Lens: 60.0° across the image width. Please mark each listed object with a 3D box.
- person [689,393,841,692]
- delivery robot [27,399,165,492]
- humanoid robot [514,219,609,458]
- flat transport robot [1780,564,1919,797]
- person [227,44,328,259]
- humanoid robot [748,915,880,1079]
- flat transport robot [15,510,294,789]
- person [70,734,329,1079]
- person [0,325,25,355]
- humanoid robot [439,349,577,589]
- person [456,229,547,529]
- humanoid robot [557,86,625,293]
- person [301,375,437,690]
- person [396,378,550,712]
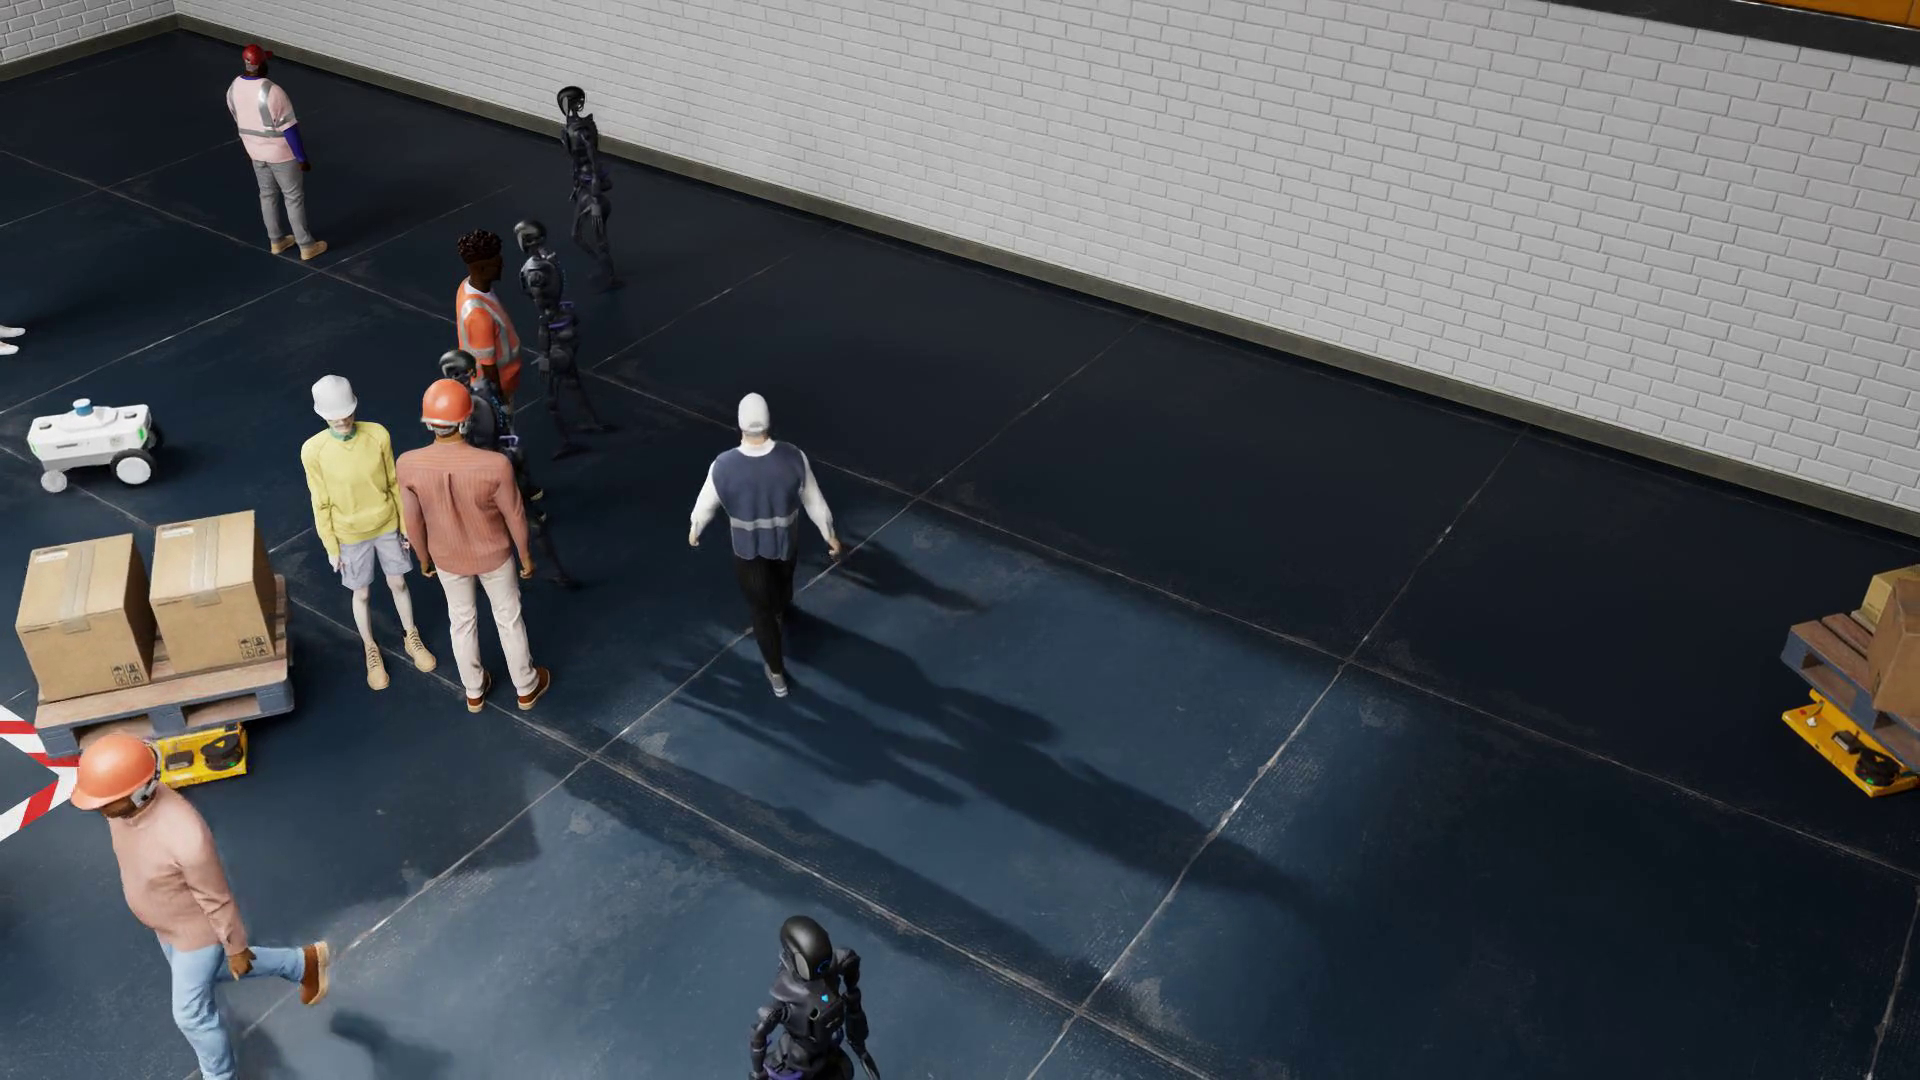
[{"bbox_3d":[-1.084,-0.068,9.091,0.788,1.716,0.882,-10,36,-14],"label":"person"},{"bbox_3d":[-5.673,-0.645,10.945,0.810,0.606,0.499,-9,36,-13],"label":"delivery robot"},{"bbox_3d":[-2.657,-1.337,10.940,0.332,1.642,0.598,-3,35,-4],"label":"humanoid robot"},{"bbox_3d":[5.224,0.953,8.901,1.431,0.231,0.659,-11,37,-16],"label":"flat transport robot"},{"bbox_3d":[-5.539,-3.139,13.466,0.598,1.746,0.418,13,37,18],"label":"person"},{"bbox_3d":[-0.552,2.018,6.191,0.772,1.623,0.610,27,43,33],"label":"humanoid robot"},{"bbox_3d":[-4.241,0.829,9.079,0.659,0.231,1.431,-11,36,-15],"label":"flat transport robot"},{"bbox_3d":[-3.047,1.471,6.679,0.609,1.963,0.791,27,43,33],"label":"person"},{"bbox_3d":[-7.269,-2.254,12.089,0.336,1.872,0.516,-8,36,-11],"label":"person"},{"bbox_3d":[-2.683,-0.377,9.598,0.738,1.619,0.616,4,35,5],"label":"humanoid robot"},{"bbox_3d":[-2.844,-0.977,10.193,0.369,1.959,0.606,-8,36,-12],"label":"person"},{"bbox_3d":[-2.878,-2.702,12.901,0.343,1.648,0.612,-17,39,-23],"label":"humanoid robot"},{"bbox_3d":[-3.192,-0.058,8.934,0.485,1.890,0.378,-22,40,-28],"label":"person"},{"bbox_3d":[-2.534,0.054,8.682,0.624,1.992,0.384,-1,35,-1],"label":"person"}]
